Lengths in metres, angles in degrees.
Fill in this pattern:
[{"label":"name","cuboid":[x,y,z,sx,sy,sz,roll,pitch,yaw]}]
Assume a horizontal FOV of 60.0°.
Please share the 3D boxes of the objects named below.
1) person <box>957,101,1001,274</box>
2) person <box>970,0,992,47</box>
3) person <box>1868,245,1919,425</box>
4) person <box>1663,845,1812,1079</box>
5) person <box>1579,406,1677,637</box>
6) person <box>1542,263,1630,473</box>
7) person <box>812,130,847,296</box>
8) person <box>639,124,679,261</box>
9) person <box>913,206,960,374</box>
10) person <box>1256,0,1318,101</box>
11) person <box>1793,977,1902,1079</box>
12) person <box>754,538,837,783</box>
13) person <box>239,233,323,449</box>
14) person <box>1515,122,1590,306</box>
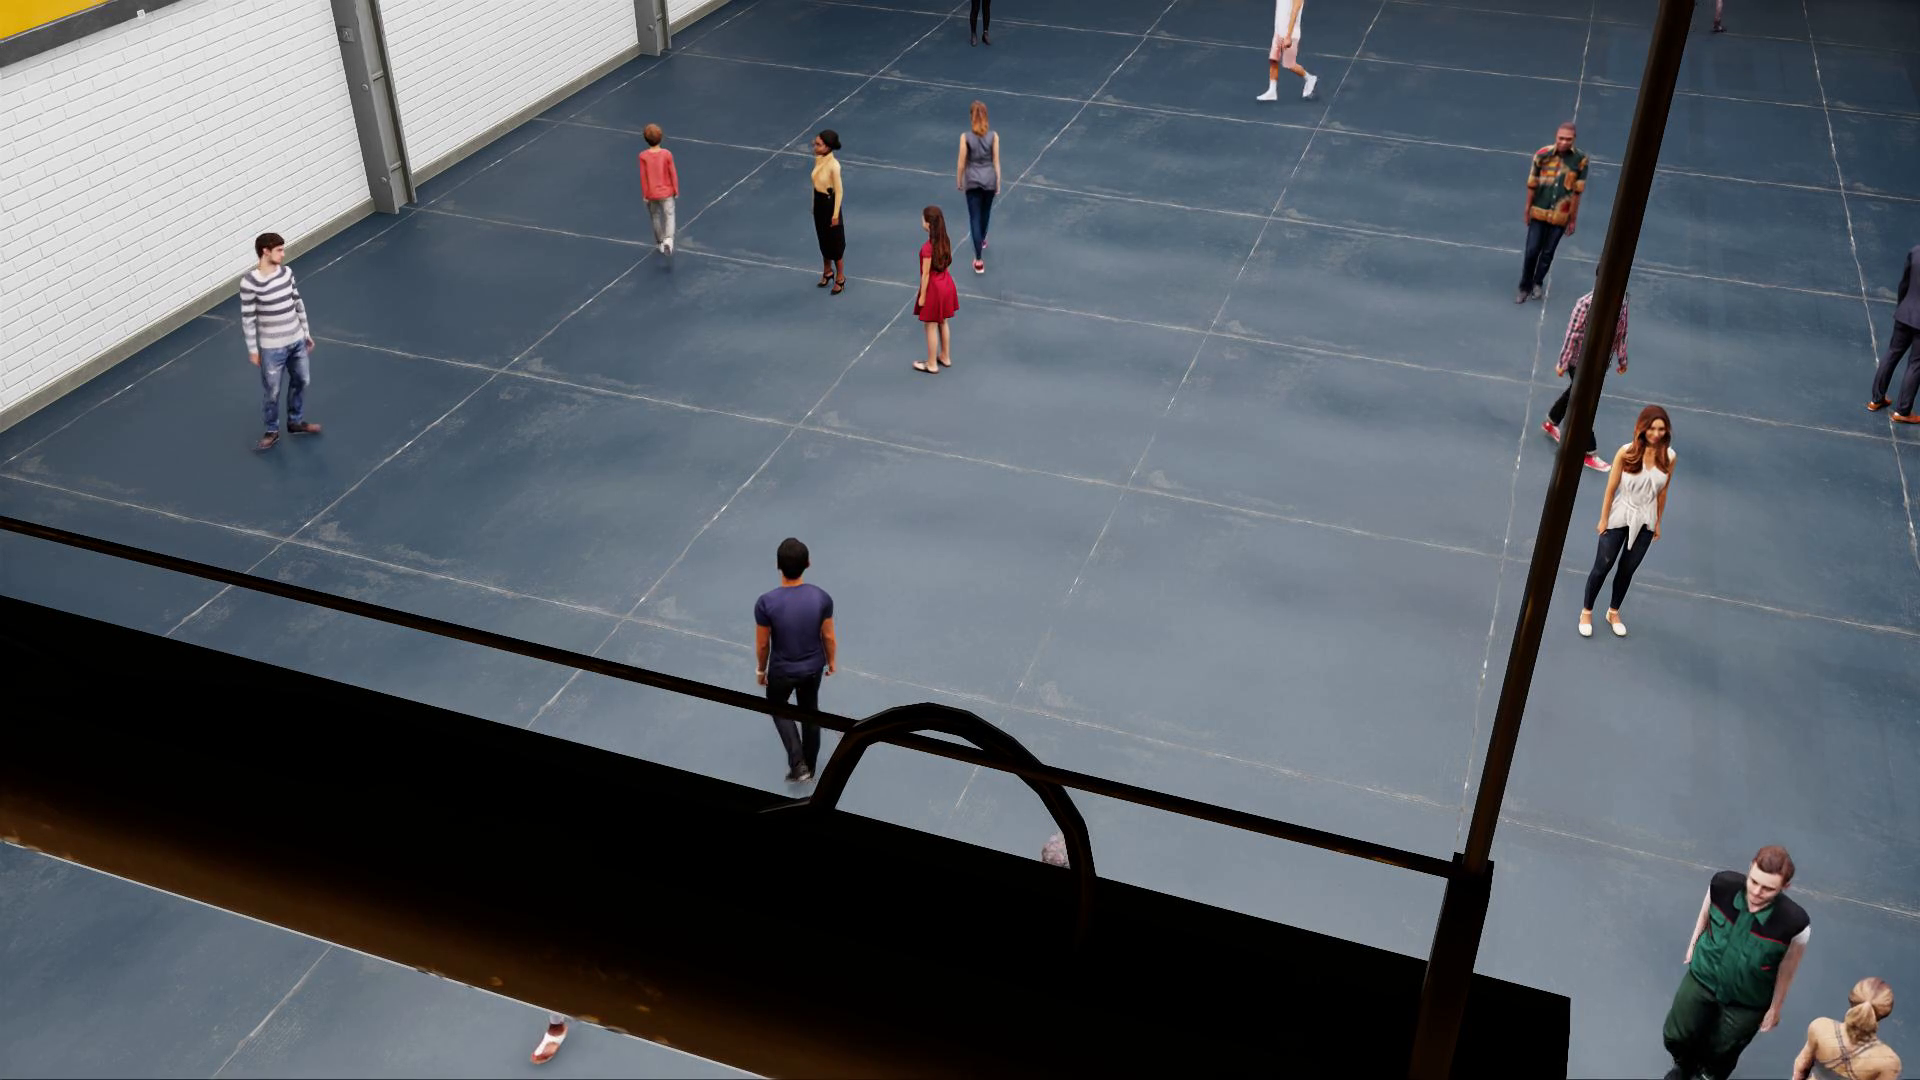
[{"label":"person","cuboid":[0.212,-3.516,16.752,0.911,1.686,1.138,-5,34,-7]},{"label":"person","cuboid":[0.293,-7.749,23.145,0.662,1.658,0.692,-9,35,-14]},{"label":"person","cuboid":[8.184,-1.875,14.159,0.848,1.824,0.774,-12,36,-18]},{"label":"person","cuboid":[3.810,2.127,8.137,0.772,1.824,0.782,27,42,34]},{"label":"person","cuboid":[4.649,-0.131,11.571,0.645,1.785,0.626,1,34,1]},{"label":"person","cuboid":[5.131,-1.489,13.672,1.148,1.718,1.179,-17,37,-23]},{"label":"person","cuboid":[-1.292,-3.226,16.345,0.689,1.653,0.656,-22,40,-30]},{"label":"person","cuboid":[-3.080,-3.553,17.061,0.743,1.405,0.885,-5,34,-8]},{"label":"person","cuboid":[-0.212,-2.261,14.986,0.671,1.551,0.601,20,38,27]},{"label":"person","cuboid":[4.229,-6.422,21.056,1.092,1.762,1.053,-12,36,-18]},{"label":"person","cuboid":[3.822,2.694,7.426,0.732,1.668,0.980,24,41,32]},{"label":"person","cuboid":[-0.985,0.819,10.143,0.840,1.782,0.896,-10,35,-15]},{"label":"person","cuboid":[-5.694,-1.638,13.810,0.621,1.816,0.941,-29,43,-36]},{"label":"person","cuboid":[5.770,-3.219,16.210,0.697,1.791,0.812,9,35,14]}]
